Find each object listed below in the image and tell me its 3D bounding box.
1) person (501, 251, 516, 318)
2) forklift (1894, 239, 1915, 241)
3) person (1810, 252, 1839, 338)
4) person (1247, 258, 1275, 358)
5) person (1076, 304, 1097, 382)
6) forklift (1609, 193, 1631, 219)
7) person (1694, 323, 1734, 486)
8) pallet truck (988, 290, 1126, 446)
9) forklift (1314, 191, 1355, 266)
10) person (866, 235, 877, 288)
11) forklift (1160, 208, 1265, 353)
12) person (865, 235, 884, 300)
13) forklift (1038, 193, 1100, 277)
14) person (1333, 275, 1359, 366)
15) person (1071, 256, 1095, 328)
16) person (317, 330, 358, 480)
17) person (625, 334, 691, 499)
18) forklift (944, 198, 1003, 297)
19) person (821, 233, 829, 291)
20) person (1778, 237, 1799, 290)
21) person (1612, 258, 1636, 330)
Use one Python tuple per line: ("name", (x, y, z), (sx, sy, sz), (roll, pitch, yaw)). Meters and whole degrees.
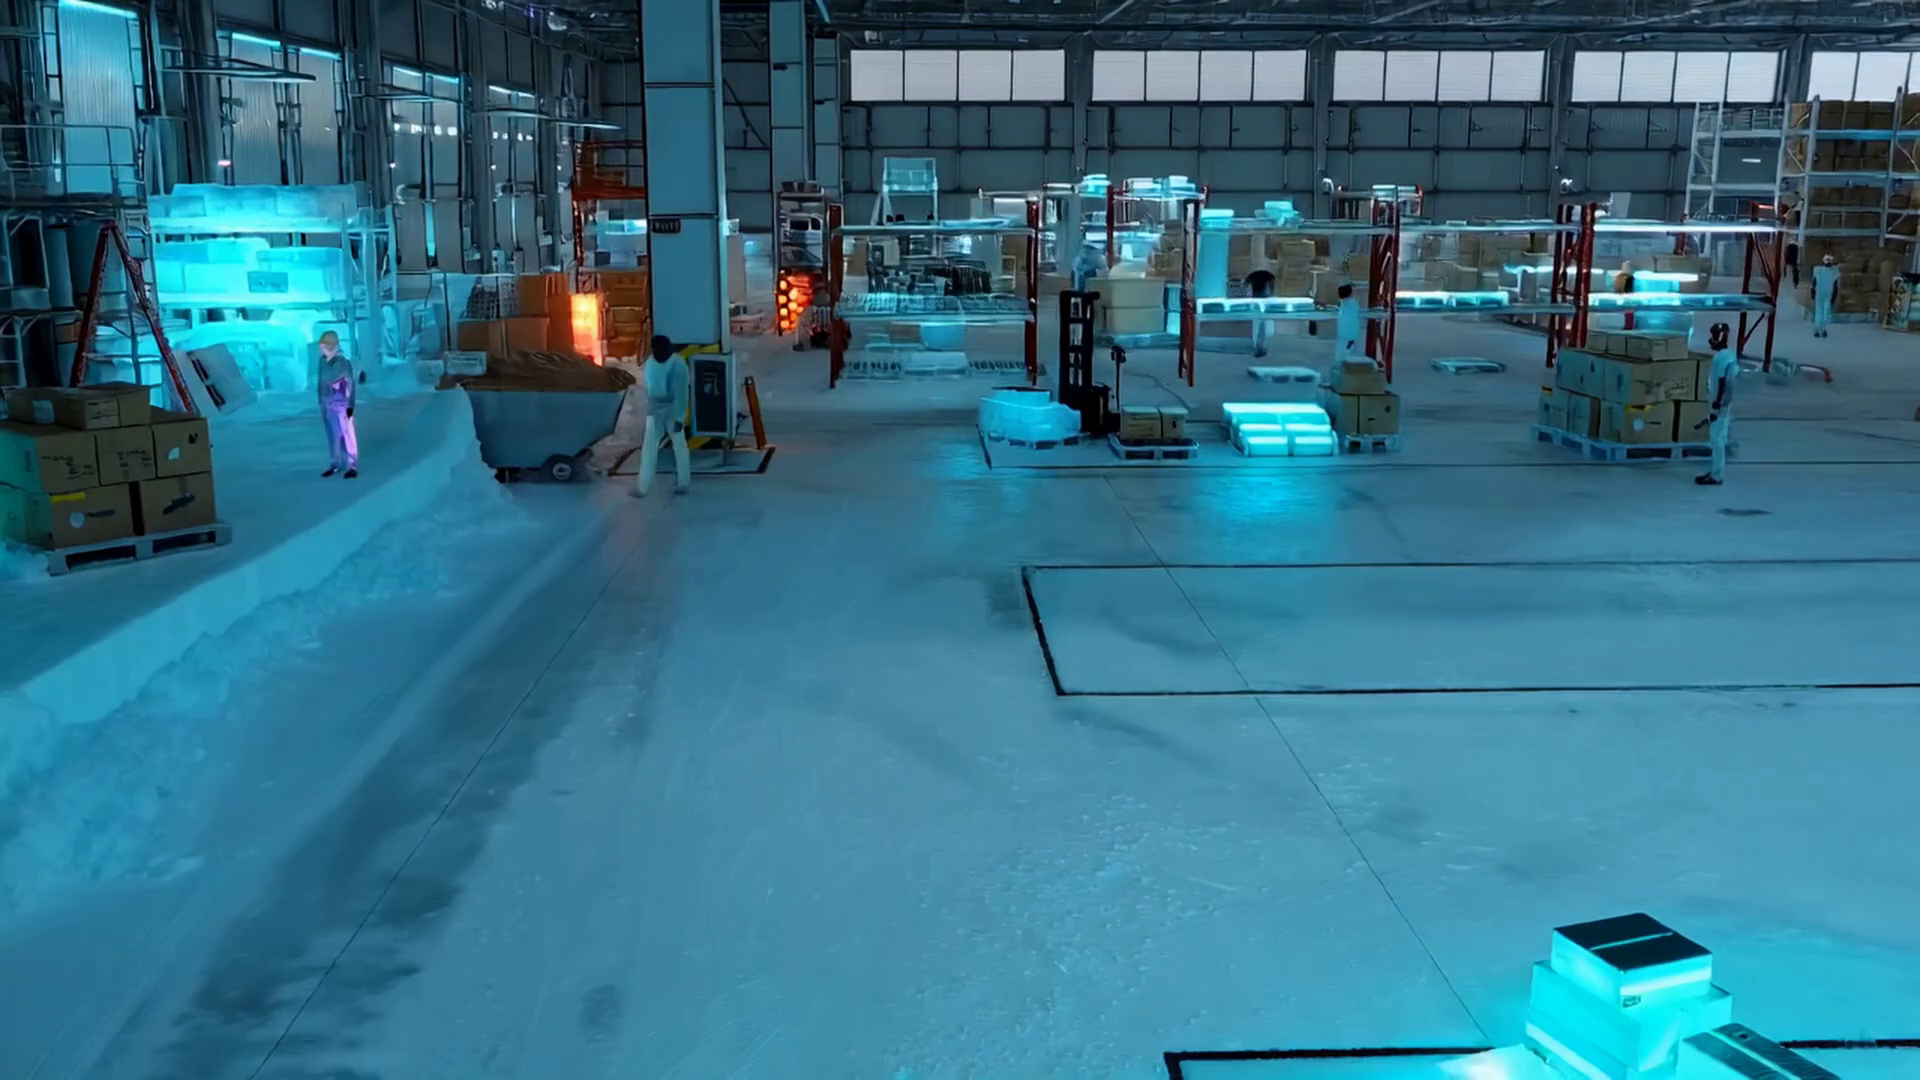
("person", (-11.083, -6.255, 40.809), (0.313, 1.634, 0.515), (-9, 15, -35))
("forklift", (31.234, -9.944, 54.618), (1.129, 2.768, 1.873), (0, 12, -2))
("person", (18.672, -5.285, 35.948), (0.523, 1.845, 0.757), (5, 13, 20))
("person", (5.807, -4.461, 32.022), (0.652, 1.928, 0.434), (12, 17, 43))
("person", (1.818, -2.576, 24.070), (0.322, 1.690, 0.534), (0, 12, -1))
("forklift", (22.808, -10.622, 57.678), (1.873, 2.768, 1.129), (0, 12, -2))
("person", (8.649, -1.543, 19.024), (0.328, 1.861, 0.503), (4, 13, 18))
("pallet truck", (1.257, -2.299, 22.111), (1.885, 1.965, 0.823), (-9, 15, -35))
("forklift", (14.606, -11.993, 63.869), (1.129, 2.768, 1.873), (-5, 13, -21))
("person", (-2.736, -8.735, 51.442), (0.338, 1.877, 0.573), (-2, 13, -9))
("forklift", (5.117, -5.220, 33.291), (1.873, 2.768, 1.129), (6, 14, 25))
("person", (-2.343, -7.370, 45.134), (0.549, 1.942, 0.347), (6, 14, 25))
("forklift", (3.751, -10.391, 56.636), (1.873, 2.768, 1.129), (-7, 14, -28))
("person", (6.256, -3.359, 27.105), (0.427, 1.904, 0.613), (0, 12, -2))
("person", (2.602, -5.123, 35.335), (0.531, 1.802, 0.983), (-1, 13, -5))
("person", (-7.296, -1.577, 19.427), (0.487, 1.745, 0.290), (4, 13, 19))
("person", (-3.288, -1.324, 18.154), (0.628, 1.807, 0.894), (7, 14, 28))
("forklift", (0.586, -8.148, 46.510), (1.873, 2.768, 1.129), (-7, 14, -27))
("person", (-3.528, -7.246, 44.585), (0.357, 1.937, 0.551), (-7, 14, -27))
("person", (25.349, -8.441, 50.770), (0.500, 1.591, 0.886), (-3, 13, -12))
("person", (13.045, -4.585, 32.650), (0.458, 1.902, 0.625), (0, 12, -2))
